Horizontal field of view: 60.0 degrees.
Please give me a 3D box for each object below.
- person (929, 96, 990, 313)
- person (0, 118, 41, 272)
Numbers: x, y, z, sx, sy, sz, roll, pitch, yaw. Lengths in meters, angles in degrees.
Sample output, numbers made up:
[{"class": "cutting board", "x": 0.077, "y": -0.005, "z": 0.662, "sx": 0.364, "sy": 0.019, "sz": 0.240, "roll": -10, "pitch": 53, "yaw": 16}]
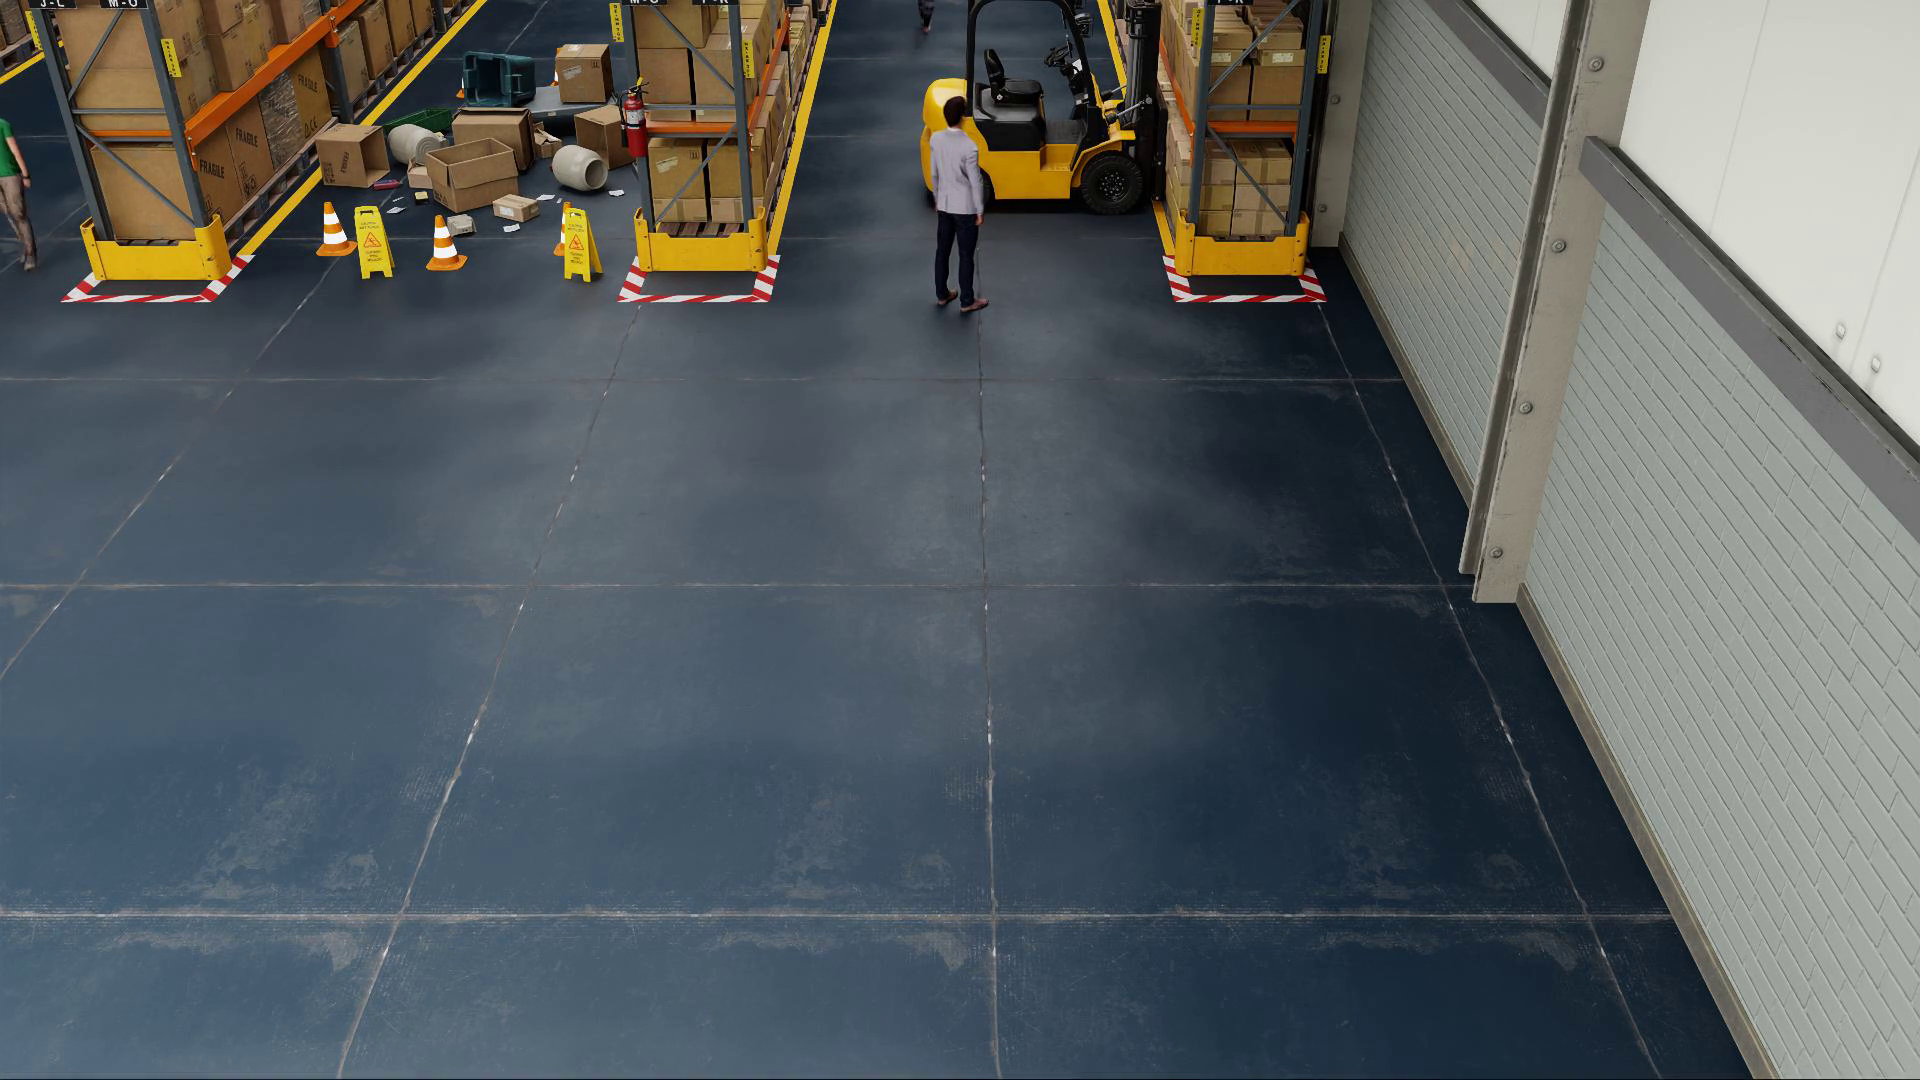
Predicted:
[{"class": "person", "x": -0.030, "y": -2.870, "z": 14.219, "sx": 0.766, "sy": 1.852, "sz": 0.797, "roll": 23, "pitch": 39, "yaw": 31}, {"class": "person", "x": -8.693, "y": -3.326, "z": 15.148, "sx": 0.608, "sy": 1.631, "sz": 0.771, "roll": -1, "pitch": 32, "yaw": -2}]
